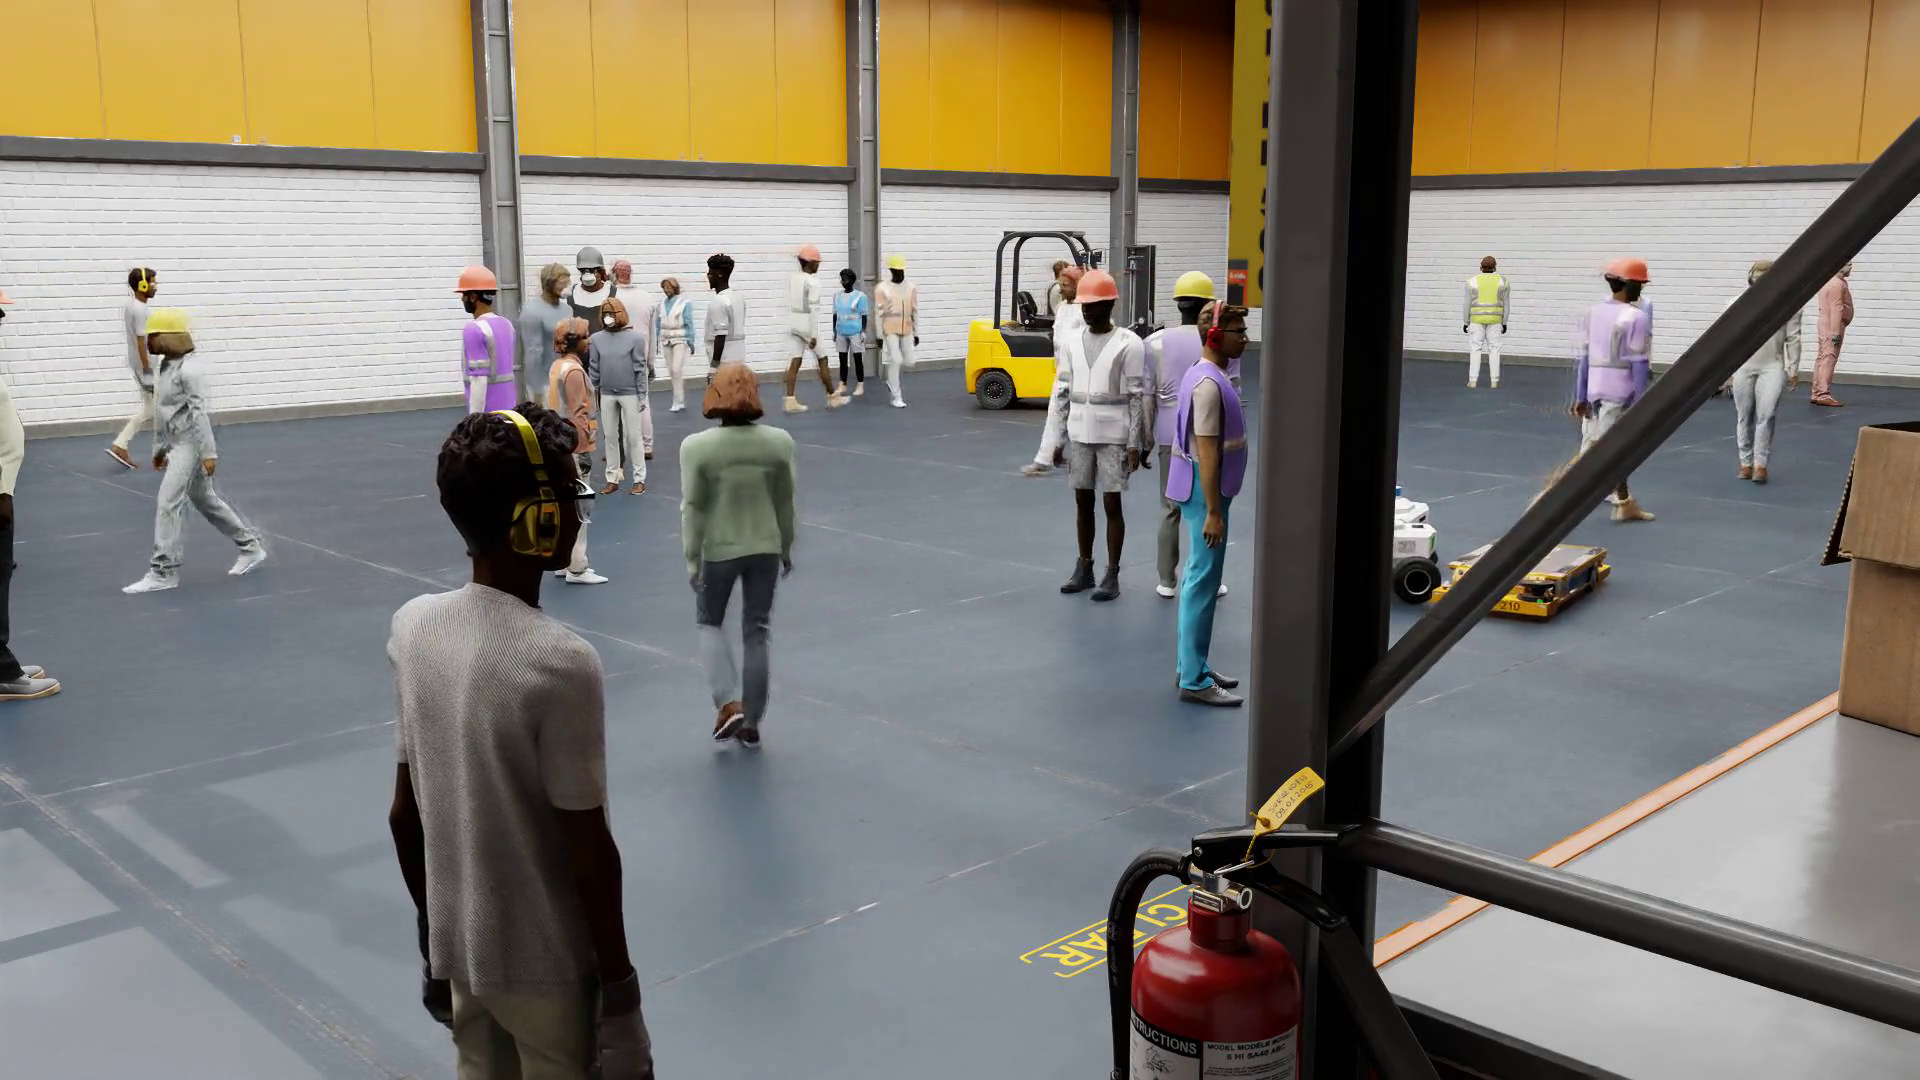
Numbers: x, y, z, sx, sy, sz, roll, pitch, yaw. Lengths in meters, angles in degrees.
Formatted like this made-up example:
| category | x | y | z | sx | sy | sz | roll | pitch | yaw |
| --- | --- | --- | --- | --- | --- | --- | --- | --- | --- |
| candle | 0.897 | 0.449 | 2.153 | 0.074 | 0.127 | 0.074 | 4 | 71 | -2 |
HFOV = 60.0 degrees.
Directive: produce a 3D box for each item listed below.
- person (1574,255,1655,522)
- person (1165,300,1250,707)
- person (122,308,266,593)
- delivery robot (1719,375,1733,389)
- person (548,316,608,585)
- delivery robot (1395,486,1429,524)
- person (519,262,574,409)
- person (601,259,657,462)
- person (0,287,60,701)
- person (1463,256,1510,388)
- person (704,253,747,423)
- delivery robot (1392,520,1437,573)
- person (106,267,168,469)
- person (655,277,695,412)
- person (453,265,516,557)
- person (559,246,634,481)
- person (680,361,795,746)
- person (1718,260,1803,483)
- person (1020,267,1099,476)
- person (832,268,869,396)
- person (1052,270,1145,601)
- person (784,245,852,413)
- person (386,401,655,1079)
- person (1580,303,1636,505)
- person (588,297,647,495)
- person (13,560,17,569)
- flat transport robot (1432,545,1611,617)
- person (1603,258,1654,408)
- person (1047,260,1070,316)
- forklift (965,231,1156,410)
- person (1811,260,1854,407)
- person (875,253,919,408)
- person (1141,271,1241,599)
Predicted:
| category | x | y | z | sx | sy | sz | roll | pitch | yaw |
| --- | --- | --- | --- | --- | --- | --- | --- | --- | --- |
| person | 4.709 | -1.075 | 12.164 | 1.006 | 2.007 | 0.624 | -3 | 11 | -15 |
| person | 1.129 | -0.174 | 7.625 | 0.373 | 1.843 | 0.572 | 1 | 10 | 7 |
| person | -4.712 | -0.571 | 10.191 | 0.890 | 1.703 | 0.497 | -10 | 14 | -43 |
| delivery robot | 9.939 | -2.209 | 21.987 | 0.477 | 0.478 | 0.707 | 0 | 10 | -2 |
| person | -2.374 | -0.548 | 10.226 | 0.310 | 1.638 | 0.522 | -5 | 12 | -26 |
| delivery robot | 2.717 | -0.098 | 10.477 | 0.477 | 0.478 | 0.707 | 5 | 12 | 28 |
| person | -3.174 | -1.189 | 12.949 | 0.422 | 1.925 | 0.673 | 5 | 11 | 23 |
| person | -3.174 | -1.676 | 15.688 | 0.402 | 1.909 | 0.707 | 10 | 14 | 43 |
| person | -4.484 | -0.256 | 7.665 | 0.380 | 1.994 | 0.611 | -8 | 13 | -37 |
| person | 7.378 | -3.057 | 23.360 | 0.624 | 1.844 | 0.430 | 2 | 11 | 13 |
| person | -2.161 | -1.637 | 15.270 | 0.367 | 1.967 | 0.603 | 2 | 11 | 12 |
| delivery robot | 2.435 | 0.019 | 9.839 | 0.707 | 0.478 | 0.477 | 1 | 11 | 6 |
| person | -7.431 | -1.555 | 15.161 | 0.744 | 1.849 | 0.527 | -6 | 12 | -29 |
| person | -3.506 | -2.349 | 20.083 | 0.539 | 1.619 | 0.597 | 5 | 12 | 27 |
| person | -3.154 | -0.851 | 11.068 | 0.379 | 1.937 | 0.548 | 2 | 11 | 11 |
| person | -3.174 | -1.516 | 14.411 | 0.676 | 2.000 | 0.536 | -1 | 10 | -3 |
| person | -0.925 | 0.064 | 6.940 | 0.508 | 1.620 | 0.348 | -4 | 11 | -21 |
| person | 6.855 | -1.443 | 14.344 | 0.666 | 1.909 | 0.813 | 6 | 12 | 30 |
| person | 0.954 | -1.477 | 14.715 | 0.813 | 1.851 | 0.603 | -6 | 12 | -31 |
| person | -1.473 | -2.760 | 22.134 | 0.540 | 1.695 | 0.317 | 5 | 12 | 26 |
| person | 0.794 | -0.593 | 9.767 | 0.556 | 1.937 | 0.523 | 6 | 12 | 31 |
| person | -1.756 | -2.553 | 20.181 | 0.976 | 2.003 | 0.613 | -10 | 14 | -42 |
| person | -0.707 | 0.709 | 2.756 | 0.532 | 1.866 | 0.319 | 8 | 13 | 36 |
| person | 5.129 | -1.078 | 13.129 | 0.514 | 1.636 | 0.315 | -3 | 11 | -17 |
| person | -2.820 | -1.181 | 13.719 | 0.504 | 1.627 | 0.290 | 2 | 11 | 10 |
| person | -6.176 | -0.722 | 10.363 | 0.354 | 1.939 | 0.544 | -4 | 11 | -20 |
| flat transport robot | 3.364 | 0.198 | 9.894 | 0.652 | 0.197 | 1.431 | 7 | 12 | 34 |
| person | 6.269 | -1.693 | 15.703 | 0.553 | 1.929 | 0.484 | -3 | 11 | -18 |
| person | 1.242 | -2.782 | 21.948 | 0.870 | 1.815 | 0.515 | -1 | 10 | -8 |
| forklift | 1.222 | -2.721 | 20.561 | 2.313 | 2.155 | 1.214 | 2 | 11 | 13 |
| person | 10.974 | -2.633 | 20.870 | 0.402 | 1.906 | 0.652 | 3 | 11 | 16 |
| person | -0.793 | -2.612 | 20.733 | 0.611 | 1.909 | 0.495 | -6 | 12 | -31 |
| person | 1.345 | -0.602 | 9.754 | 0.587 | 1.921 | 0.383 | 3 | 11 | 14 |
